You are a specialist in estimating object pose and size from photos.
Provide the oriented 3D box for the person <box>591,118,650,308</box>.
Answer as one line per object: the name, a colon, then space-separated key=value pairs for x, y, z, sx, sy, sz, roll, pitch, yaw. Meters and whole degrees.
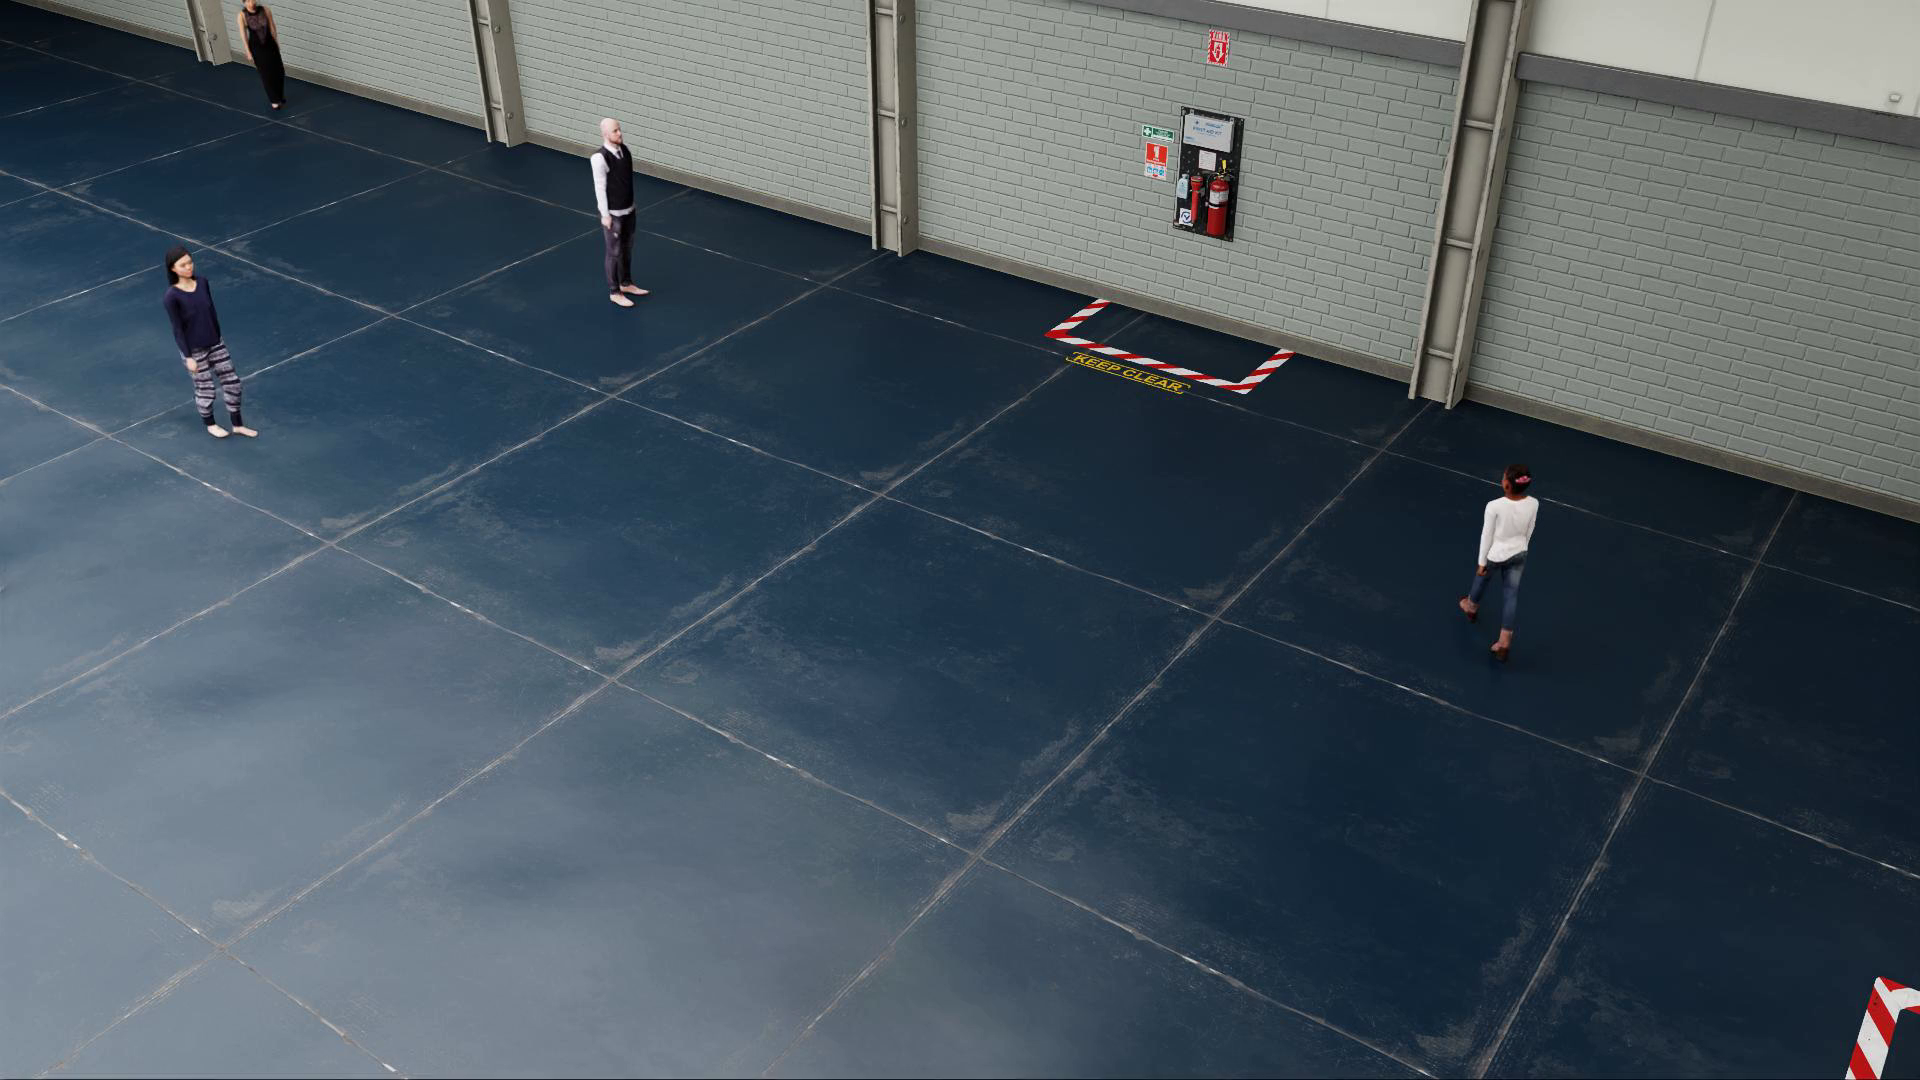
person: x=-3.309 y=-3.190 z=16.106 sx=0.655 sy=1.822 sz=0.729 roll=13 pitch=35 yaw=20

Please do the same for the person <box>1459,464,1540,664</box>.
person: x=3.687 y=0.149 z=11.187 sx=0.995 sy=1.424 sz=0.980 roll=-1 pitch=32 yaw=-2

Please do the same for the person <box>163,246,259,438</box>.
person: x=-6.325 y=-1.629 z=13.729 sx=0.766 sy=1.718 sz=0.660 roll=16 pitch=36 yaw=24

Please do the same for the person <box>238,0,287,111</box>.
person: x=-8.923 y=-6.296 z=21.265 sx=0.713 sy=1.572 sz=0.757 roll=-21 pitch=38 yaw=-30
